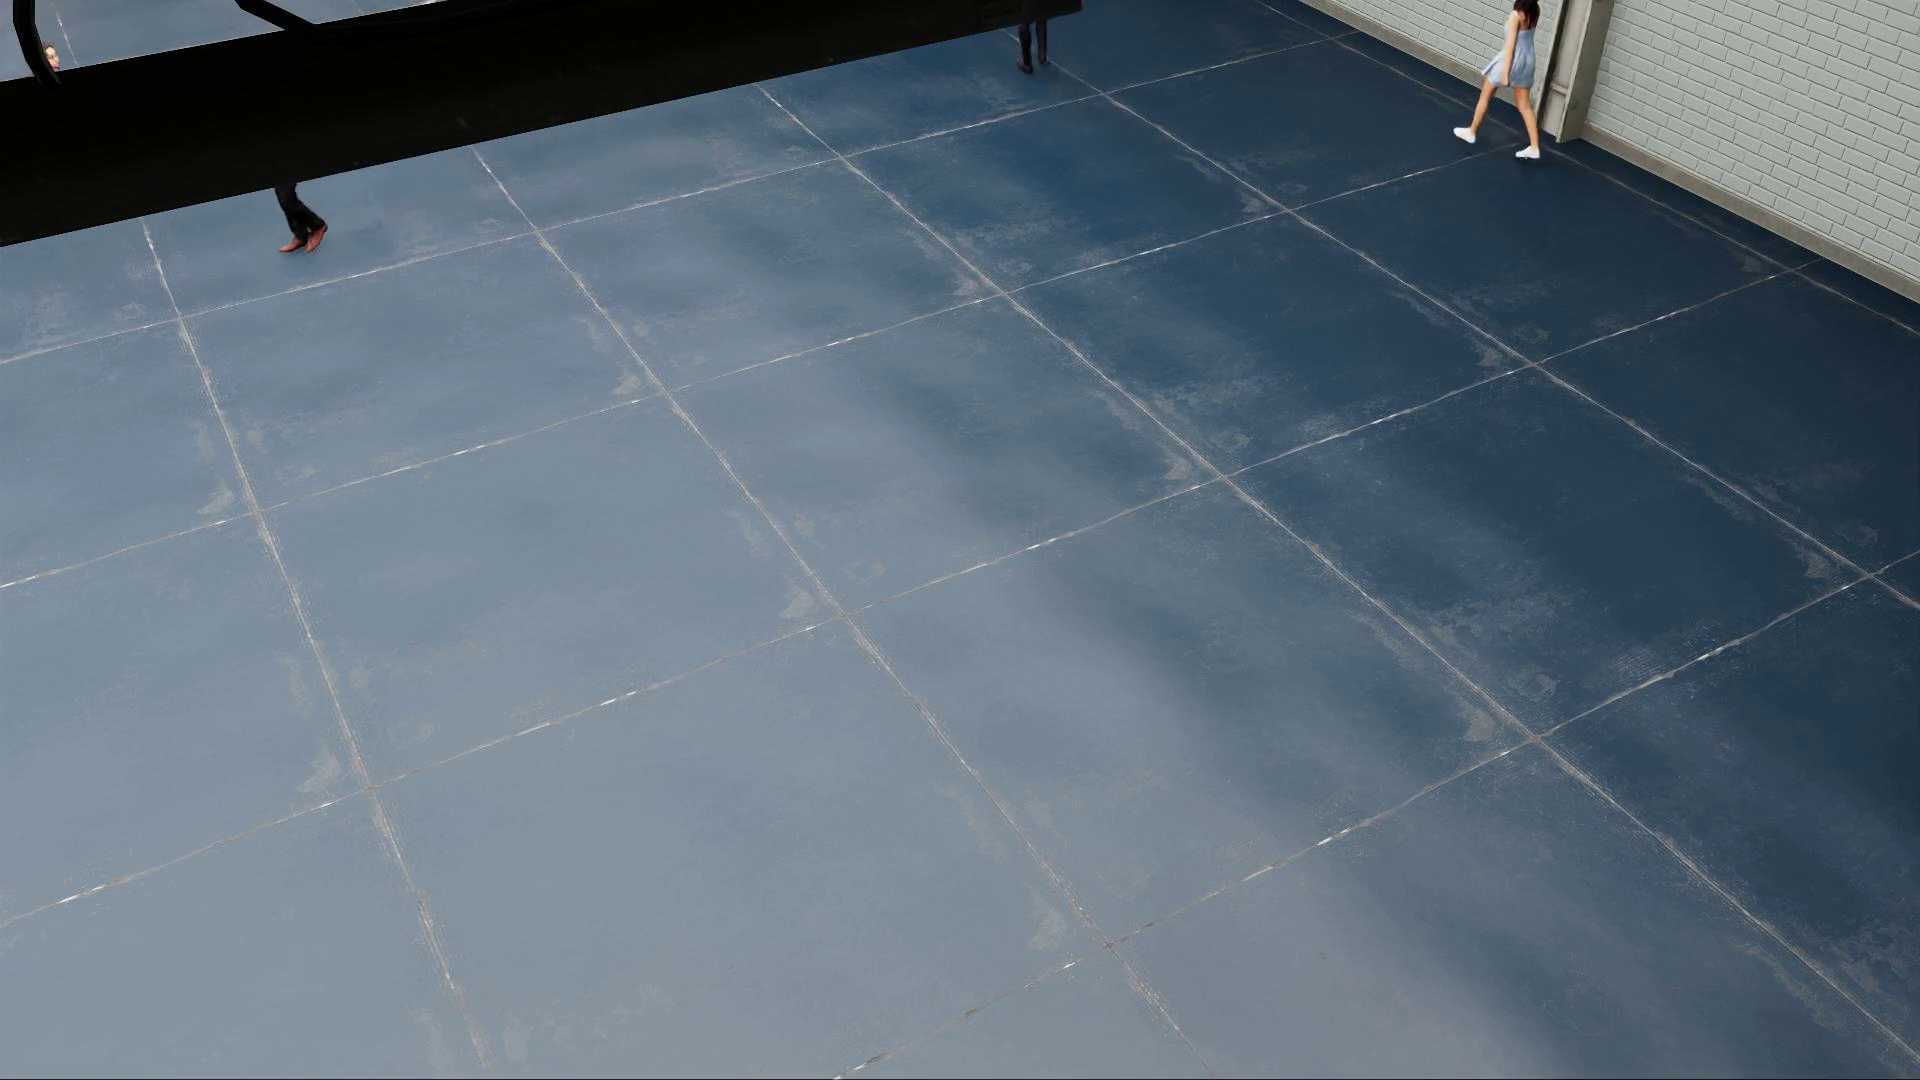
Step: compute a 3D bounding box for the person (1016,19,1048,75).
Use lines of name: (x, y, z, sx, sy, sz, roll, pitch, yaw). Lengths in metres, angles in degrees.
person: (0.750, -5.662, 16.870, 0.793, 1.912, 0.712, -12, 40, -14)

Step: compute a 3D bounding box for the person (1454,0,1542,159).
person: (5.196, -4.326, 15.345, 0.658, 1.686, 1.169, -25, 45, -29)
